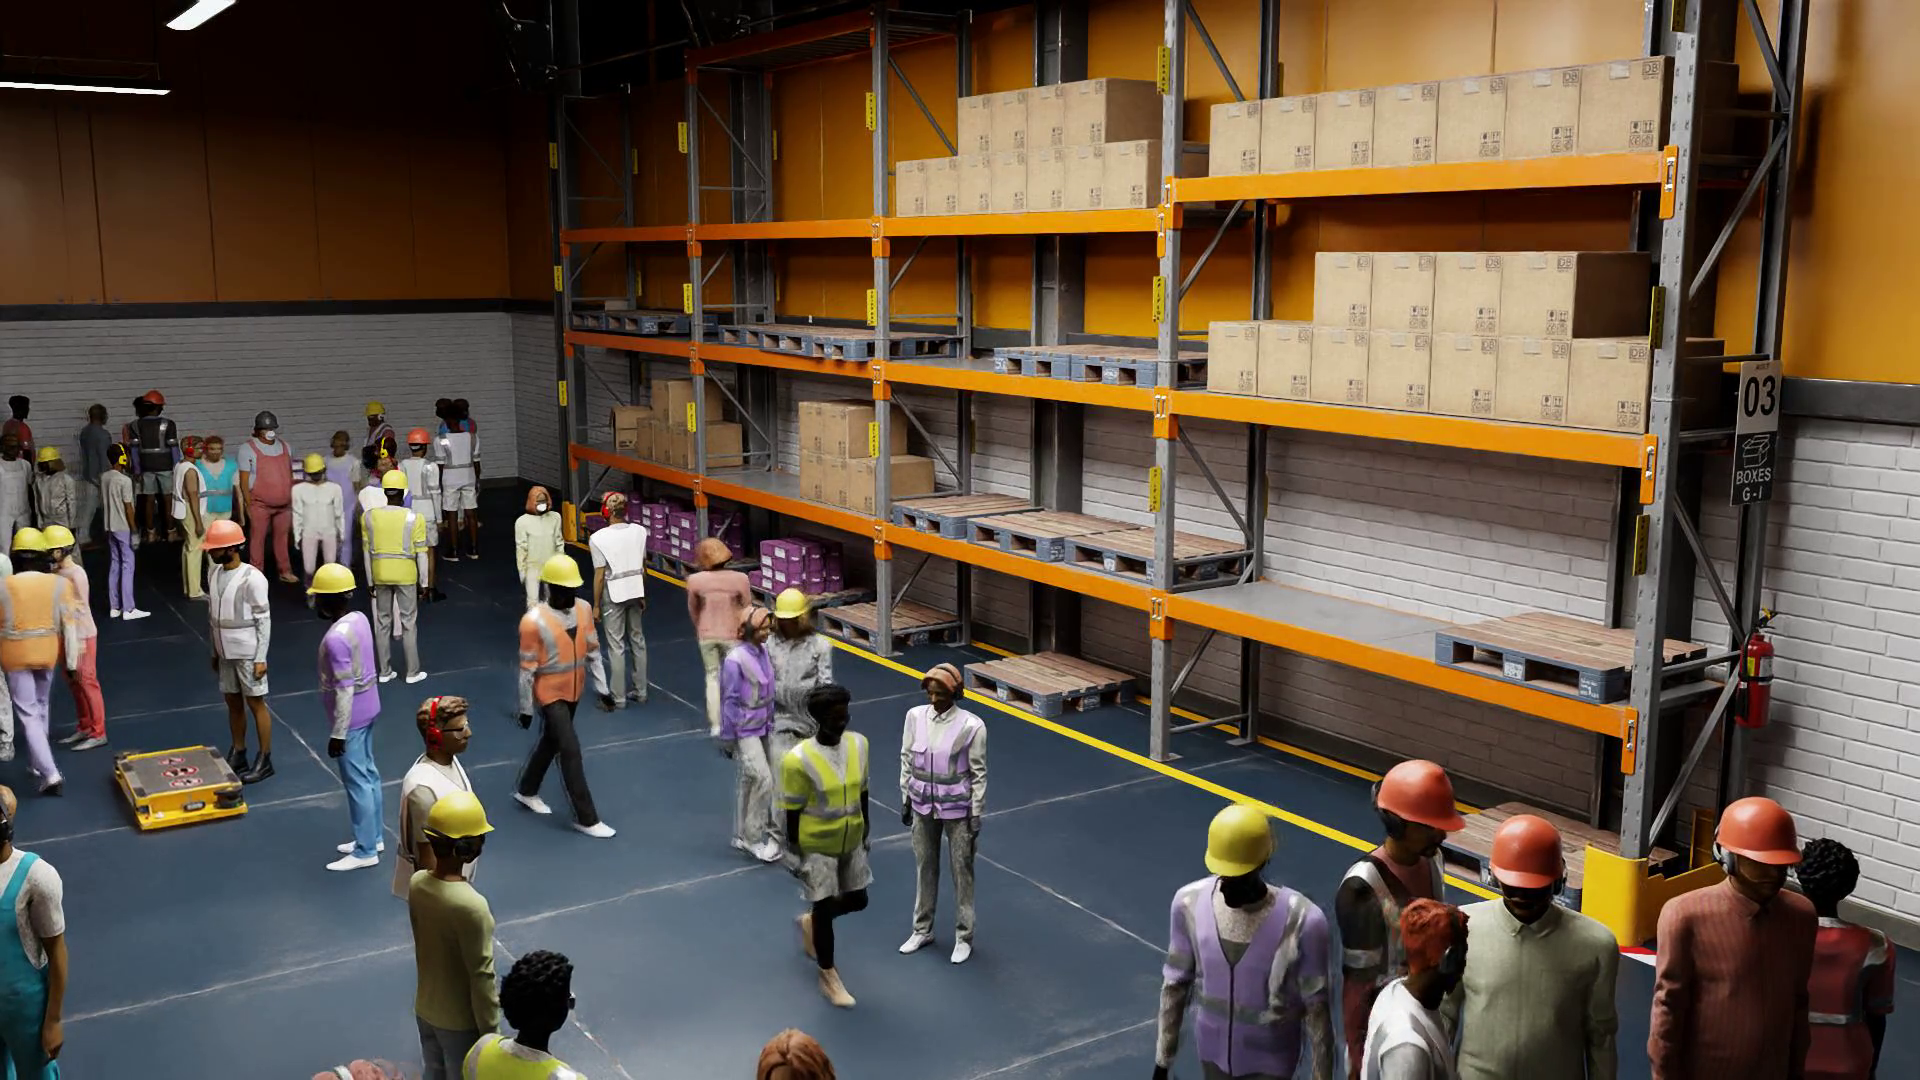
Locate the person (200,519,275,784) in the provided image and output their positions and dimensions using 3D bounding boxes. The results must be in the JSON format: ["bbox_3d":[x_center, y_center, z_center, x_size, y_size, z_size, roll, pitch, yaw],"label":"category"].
[{"bbox_3d":[-5.229,0.802,12.023,0.546,1.934,0.376,5,11,27],"label":"person"}]

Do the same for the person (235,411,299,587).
[{"bbox_3d":[-7.961,-0.482,19.247,0.536,2.000,0.673,7,12,37],"label":"person"}]

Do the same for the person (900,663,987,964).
[{"bbox_3d":[-0.093,1.464,9.006,0.510,1.639,0.308,5,11,26],"label":"person"}]

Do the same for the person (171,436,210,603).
[{"bbox_3d":[-8.485,-0.232,18.350,0.374,1.843,0.568,-7,12,-34],"label":"person"}]

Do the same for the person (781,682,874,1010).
[{"bbox_3d":[-0.713,1.523,8.519,0.542,1.677,0.537,-8,13,-40],"label":"person"}]

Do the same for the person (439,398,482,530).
[{"bbox_3d":[-6.958,-1.065,23.257,0.429,1.842,0.626,6,11,31],"label":"person"}]

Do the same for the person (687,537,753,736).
[{"bbox_3d":[-1.890,0.762,13.176,0.524,1.625,0.364,0,10,-2],"label":"person"}]

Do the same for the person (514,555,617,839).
[{"bbox_3d":[-2.694,0.998,11.074,1.007,1.874,0.588,5,11,28],"label":"person"}]

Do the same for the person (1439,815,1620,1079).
[{"bbox_3d":[1.874,1.872,5.601,0.617,1.986,0.408,3,10,17],"label":"person"}]

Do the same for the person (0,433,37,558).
[{"bbox_3d":[-10.652,-0.290,18.718,0.339,1.839,0.506,6,11,32],"label":"person"}]

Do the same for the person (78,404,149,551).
[{"bbox_3d":[-11.167,-0.831,21.737,0.644,1.888,0.919,7,12,34],"label":"person"}]

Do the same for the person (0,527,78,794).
[{"bbox_3d":[-6.630,0.869,11.906,0.911,1.902,0.601,9,13,41],"label":"person"}]

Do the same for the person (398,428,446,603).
[{"bbox_3d":[-5.938,-0.270,18.345,0.544,1.929,0.387,3,10,16],"label":"person"}]

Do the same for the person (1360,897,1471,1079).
[{"bbox_3d":[1.305,2.014,5.174,0.527,1.849,0.610,3,10,16],"label":"person"}]

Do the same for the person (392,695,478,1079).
[{"bbox_3d":[-2.360,1.606,7.558,0.395,1.847,0.564,-1,10,-8],"label":"person"}]

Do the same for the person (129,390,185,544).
[{"bbox_3d":[-10.633,-0.961,22.053,0.615,2.041,0.388,0,10,-2],"label":"person"}]

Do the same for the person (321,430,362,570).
[{"bbox_3d":[-7.167,-0.371,19.247,0.531,1.819,0.401,1,10,8],"label":"person"}]

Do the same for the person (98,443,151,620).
[{"bbox_3d":[-8.811,-0.090,17.485,0.510,1.862,0.327,6,11,31],"label":"person"}]

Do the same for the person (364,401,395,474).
[{"bbox_3d":[-8.021,-1.010,22.996,0.403,1.824,0.591,-9,13,-42],"label":"person"}]

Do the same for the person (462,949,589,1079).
[{"bbox_3d":[-1.322,2.098,5.155,0.536,1.690,0.326,6,12,33],"label":"person"}]

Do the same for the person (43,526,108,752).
[{"bbox_3d":[-6.867,0.753,12.832,0.518,1.756,0.350,8,12,38],"label":"person"}]

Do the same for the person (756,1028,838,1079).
[{"bbox_3d":[-0.454,2.181,4.845,0.500,1.624,0.287,1,10,6],"label":"person"}]

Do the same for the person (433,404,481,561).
[{"bbox_3d":[-6.295,-0.717,20.850,0.608,1.965,0.365,-8,13,-40],"label":"person"}]

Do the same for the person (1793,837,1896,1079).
[{"bbox_3d":[3.133,1.929,6.139,0.537,1.690,0.322,2,10,10],"label":"person"}]

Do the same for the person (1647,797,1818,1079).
[{"bbox_3d":[2.662,1.842,5.735,0.608,1.996,0.380,-2,10,-11],"label":"person"}]

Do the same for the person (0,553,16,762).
[{"bbox_3d":[-7.406,0.715,12.491,0.605,1.948,0.390,-2,10,-12],"label":"person"}]

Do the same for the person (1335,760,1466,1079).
[{"bbox_3d":[1.597,1.775,6.042,0.411,2.032,0.611,9,13,43],"label":"person"}]

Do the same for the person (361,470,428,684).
[{"bbox_3d":[-5.023,0.331,14.852,0.581,1.919,0.404,0,10,0],"label":"person"}]

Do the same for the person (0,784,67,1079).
[{"bbox_3d":[-3.651,1.812,6.355,0.507,1.846,0.346,1,10,8],"label":"person"}]

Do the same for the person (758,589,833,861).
[{"bbox_3d":[-1.050,1.170,10.509,0.494,1.715,0.760,1,10,4],"label":"person"}]

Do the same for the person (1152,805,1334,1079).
[{"bbox_3d":[0.979,1.855,5.914,0.633,1.898,0.633,7,12,35],"label":"person"}]

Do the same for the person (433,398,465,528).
[{"bbox_3d":[-7.184,-1.084,23.413,0.431,1.835,0.623,-3,10,-16],"label":"person"}]

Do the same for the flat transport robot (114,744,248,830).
[{"bbox_3d":[-5.483,1.695,11.654,0.652,0.197,1.431,-6,12,-33],"label":"flat transport robot"}]

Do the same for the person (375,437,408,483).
[{"bbox_3d":[-6.177,-0.199,18.130,0.333,1.860,0.510,3,10,15],"label":"person"}]

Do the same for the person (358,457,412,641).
[{"bbox_3d":[-5.681,0.094,16.510,0.562,1.828,0.417,3,10,15],"label":"person"}]

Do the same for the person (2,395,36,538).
[{"bbox_3d":[-12.628,-0.977,22.396,0.608,1.958,0.364,8,12,39],"label":"person"}]

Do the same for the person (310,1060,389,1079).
[{"bbox_3d":[-1.375,2.170,4.178,0.808,1.872,0.644,-3,10,-19],"label":"person"}]

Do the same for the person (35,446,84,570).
[{"bbox_3d":[-9.972,-0.175,18.350,0.489,1.735,0.330,2,10,11],"label":"person"}]

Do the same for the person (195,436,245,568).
[{"bbox_3d":[-8.486,-0.302,18.942,0.574,1.790,0.952,-8,12,-38],"label":"person"}]

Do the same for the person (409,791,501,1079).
[{"bbox_3d":[-1.936,1.838,6.467,0.339,1.761,0.524,-9,13,-44],"label":"person"}]

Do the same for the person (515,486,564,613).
[{"bbox_3d":[-4.029,0.282,15.995,0.504,1.623,0.286,-9,13,-43],"label":"person"}]

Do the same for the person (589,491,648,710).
[{"bbox_3d":[-2.853,0.511,13.985,0.397,1.847,0.564,8,13,40],"label":"person"}]

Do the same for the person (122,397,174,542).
[{"bbox_3d":[-10.808,-0.935,22.173,0.628,1.953,0.400,-3,10,-17],"label":"person"}]

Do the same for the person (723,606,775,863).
[{"bbox_3d":[-1.245,1.218,10.472,0.484,1.624,0.528,4,10,21],"label":"person"}]

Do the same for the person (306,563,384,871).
[{"bbox_3d":[-3.811,1.094,10.329,0.388,1.927,0.589,-1,10,-6],"label":"person"}]

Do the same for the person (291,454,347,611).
[{"bbox_3d":[-6.759,-0.052,17.578,0.539,1.742,0.382,-5,11,-27],"label":"person"}]
